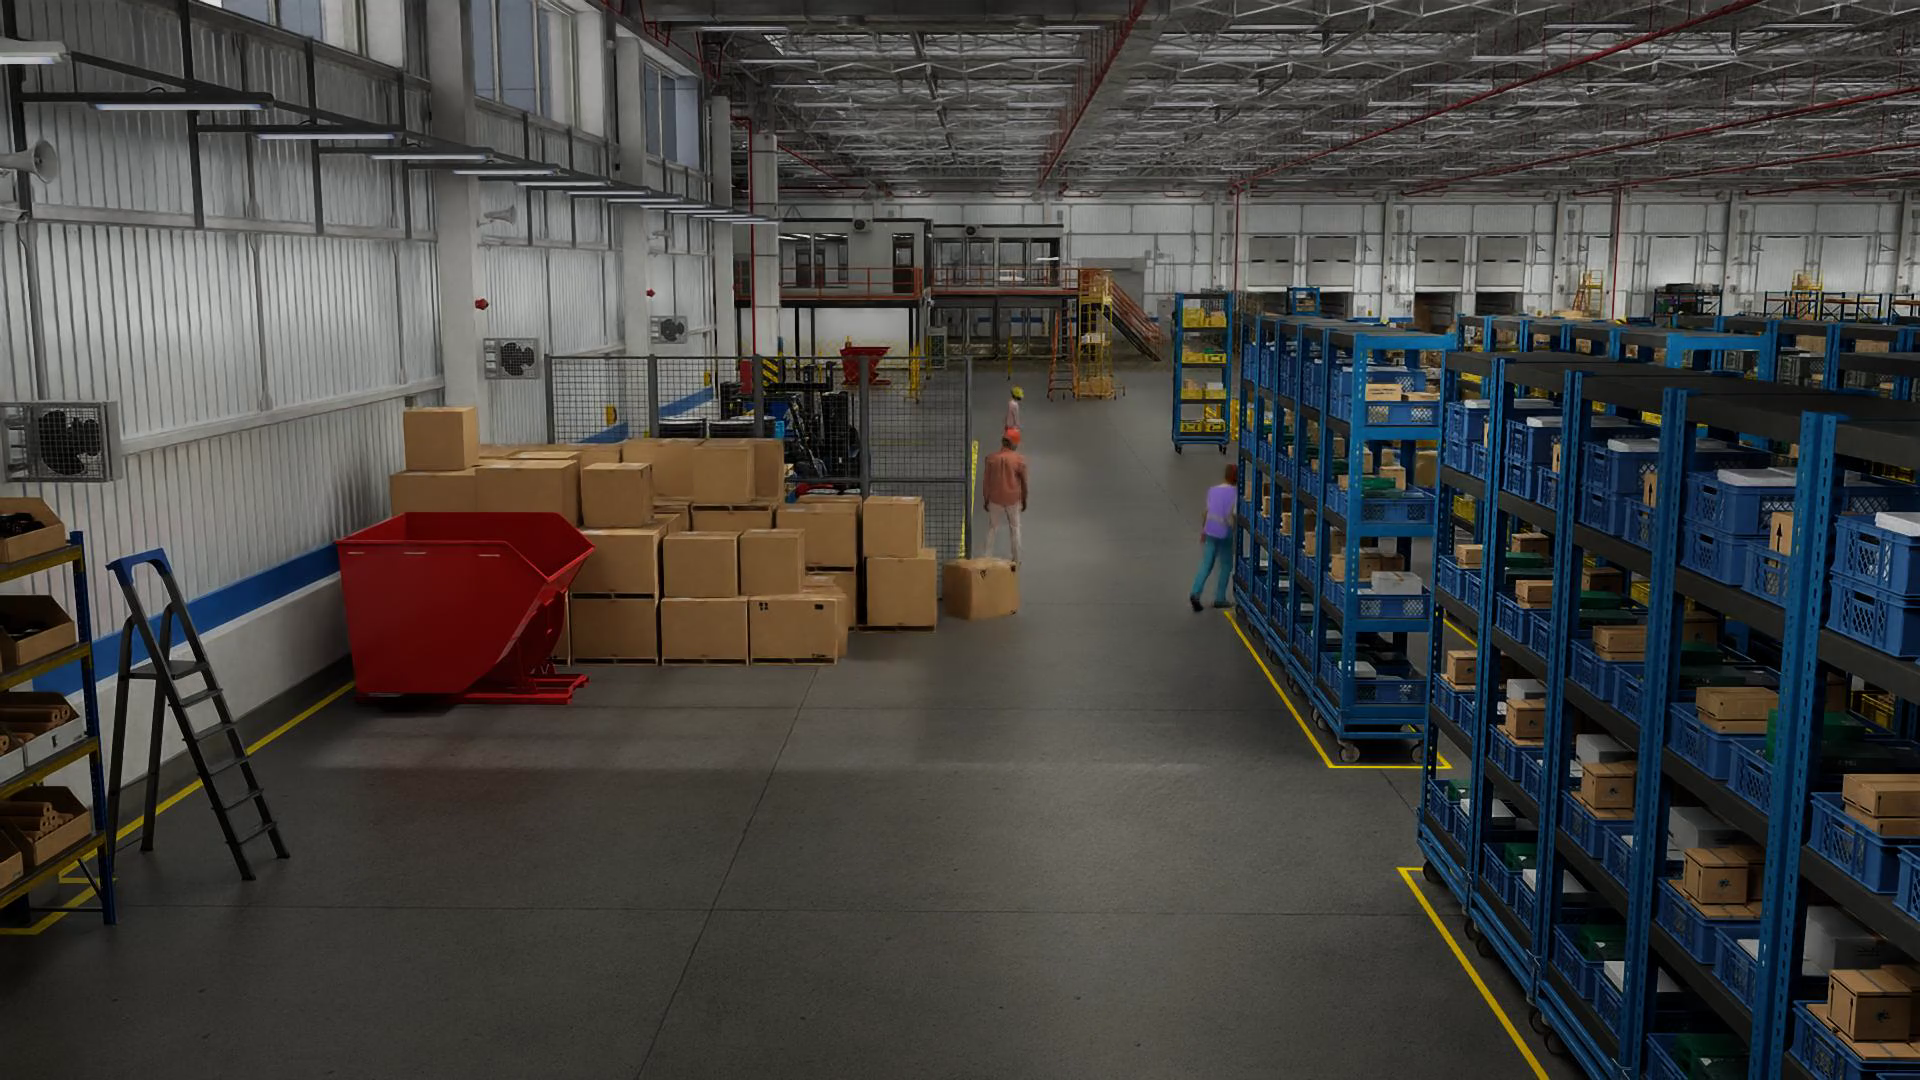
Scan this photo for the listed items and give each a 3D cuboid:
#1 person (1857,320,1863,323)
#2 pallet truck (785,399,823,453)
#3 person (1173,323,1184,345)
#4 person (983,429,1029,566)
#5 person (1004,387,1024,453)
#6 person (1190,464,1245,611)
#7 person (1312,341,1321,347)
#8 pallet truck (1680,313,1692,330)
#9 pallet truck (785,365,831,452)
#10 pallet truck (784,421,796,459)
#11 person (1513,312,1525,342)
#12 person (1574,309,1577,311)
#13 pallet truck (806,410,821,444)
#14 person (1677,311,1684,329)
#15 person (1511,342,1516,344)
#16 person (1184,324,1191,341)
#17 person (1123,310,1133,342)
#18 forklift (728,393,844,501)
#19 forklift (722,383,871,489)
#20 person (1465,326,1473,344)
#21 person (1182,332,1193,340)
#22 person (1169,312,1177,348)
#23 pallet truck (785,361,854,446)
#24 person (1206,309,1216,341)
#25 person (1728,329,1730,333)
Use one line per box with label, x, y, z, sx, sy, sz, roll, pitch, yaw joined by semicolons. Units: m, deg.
person;41.178;-9.173;76.307;0.578;1.848;0.623;0;9;-1
pallet truck;-3.814;-2.432;36.419;1.630;1.274;0.653;0;9;1
person;10.019;-9.146;76.291;0.508;1.816;0.813;1;9;9
person;0.645;-0.572;23.033;0.626;1.949;0.575;1;9;8
person;1.074;-2.335;34.535;0.386;1.720;0.698;-3;10;-16
person;3.062;-0.019;20.038;0.741;1.795;0.680;-6;11;-34
person;16.071;-8.941;74.825;0.595;1.863;0.597;6;11;33
pallet truck;36.315;-10.531;84.244;0.823;1.965;1.885;-6;11;-33
pallet truck;-3.774;-2.976;37.635;1.885;1.965;0.823;1;9;5
pallet truck;-4.013;-1.793;32.705;1.601;1.201;0.680;0;9;1
person;29.950;-11.225;88.818;0.602;1.904;0.738;-6;11;-34
person;34.276;-11.896;92.842;0.362;1.939;0.542;2;10;15
pallet truck;-3.559;-2.018;33.905;1.522;1.261;0.704;0;9;-1
person;38.958;-11.421;89.946;0.586;1.928;0.364;-7;11;-37
person;18.093;-5.579;54.328;0.616;1.782;0.940;8;12;41
person;13.223;-12.461;96.628;0.625;1.843;0.430;-6;11;-33
person;9.598;-12.234;95.272;0.611;1.846;0.434;-1;9;-5
forklift;-2.979;-1.316;26.476;2.680;1.987;1.157;0;9;1
forklift;-2.893;-1.687;28.729;2.680;1.987;1.157;0;9;-1
person;24.757;-9.937;80.918;0.355;1.887;0.574;-2;9;-11
person;13.350;-12.612;97.499;1.013;1.855;0.613;-6;11;-33
person;11.358;-11.141;88.243;0.391;1.920;0.593;-4;10;-25
pallet truck;-3.410;-3.193;38.978;1.885;1.965;0.823;0;9;-1
person;14.689;-12.580;97.152;0.955;1.901;0.644;3;10;18
person;29.792;-7.328;64.601;0.601;1.958;0.388;-6;11;-34
